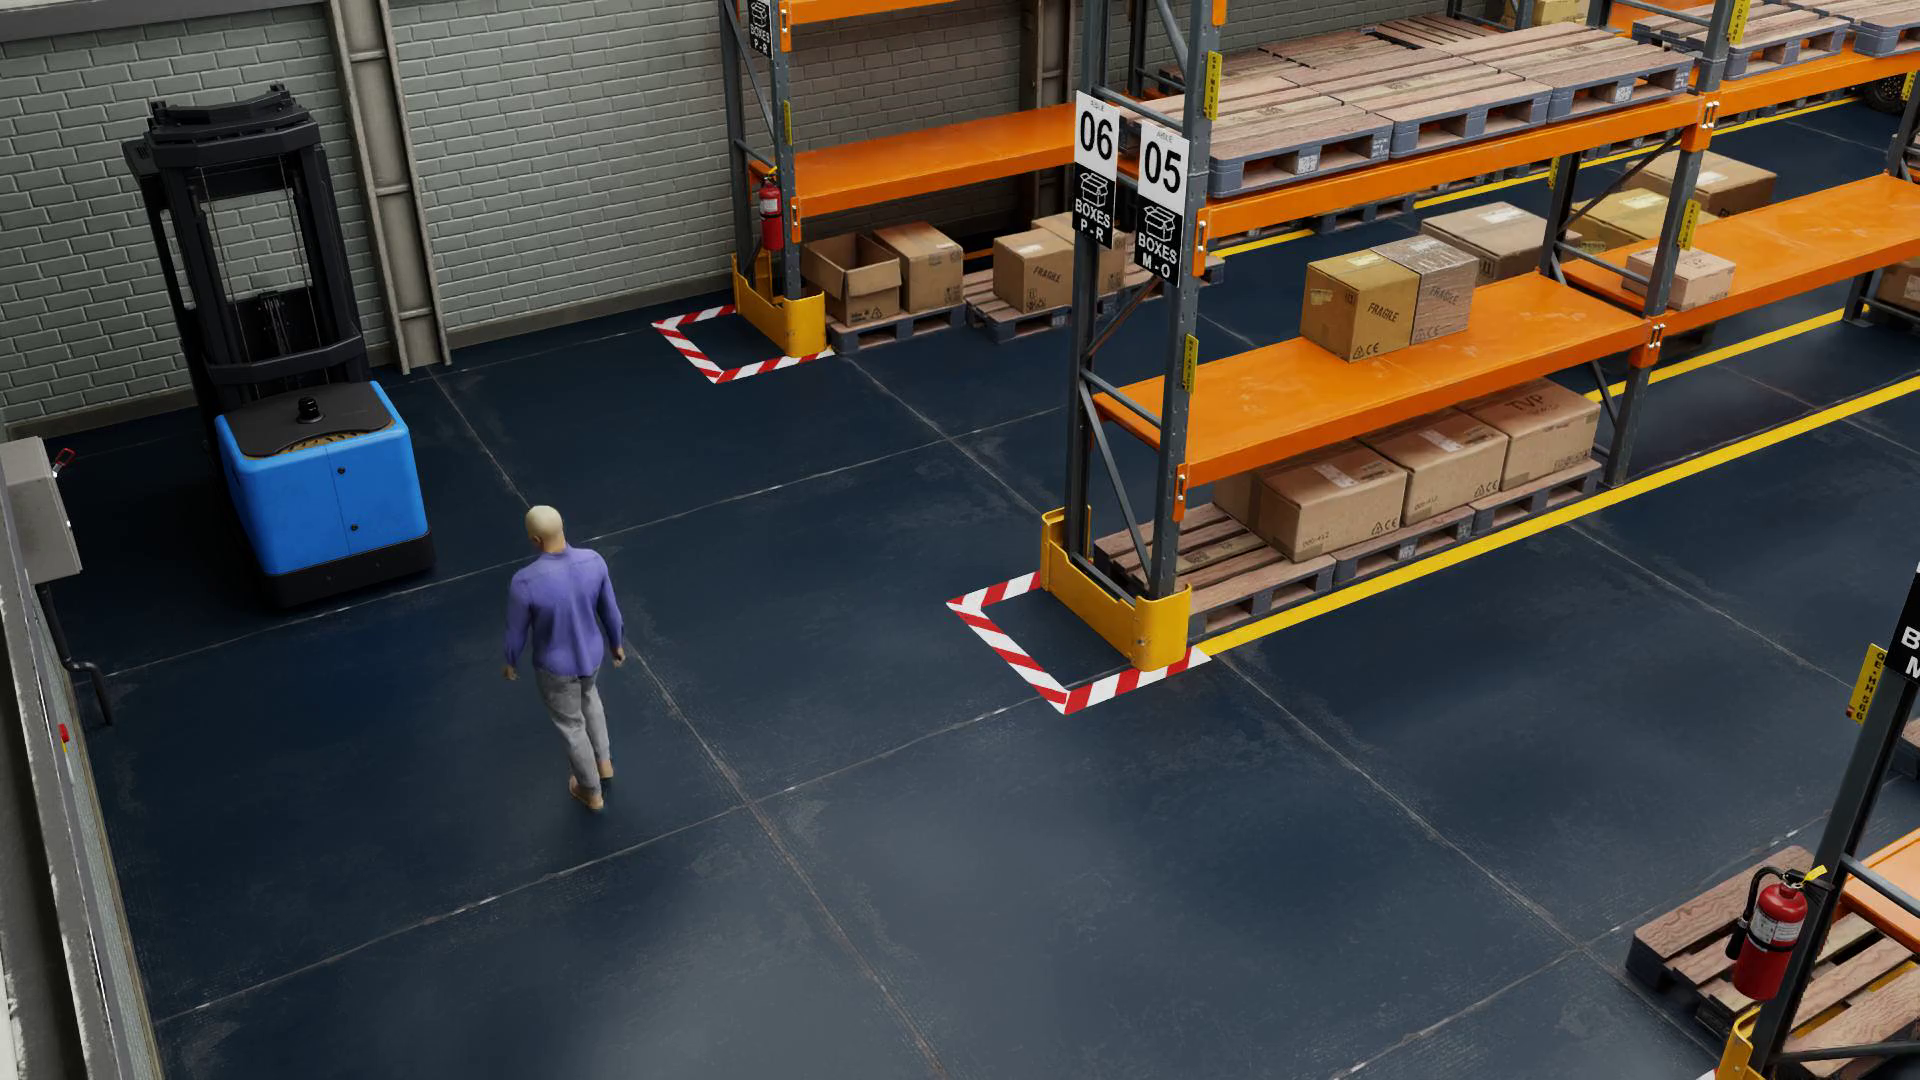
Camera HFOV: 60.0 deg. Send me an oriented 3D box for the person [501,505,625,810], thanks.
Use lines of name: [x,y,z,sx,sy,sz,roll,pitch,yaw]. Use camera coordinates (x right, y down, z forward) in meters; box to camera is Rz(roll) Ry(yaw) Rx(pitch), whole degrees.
person: [-2.035,0.592,8.556,0.588,1.774,0.554,-25,40,-34]

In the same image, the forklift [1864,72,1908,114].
forklift: [11.468,-5.645,18.244,1.214,2.155,2.313,-17,36,-26]

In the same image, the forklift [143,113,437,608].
forklift: [-4.289,-1.259,10.509,1.129,2.768,1.873,-17,36,-26]
